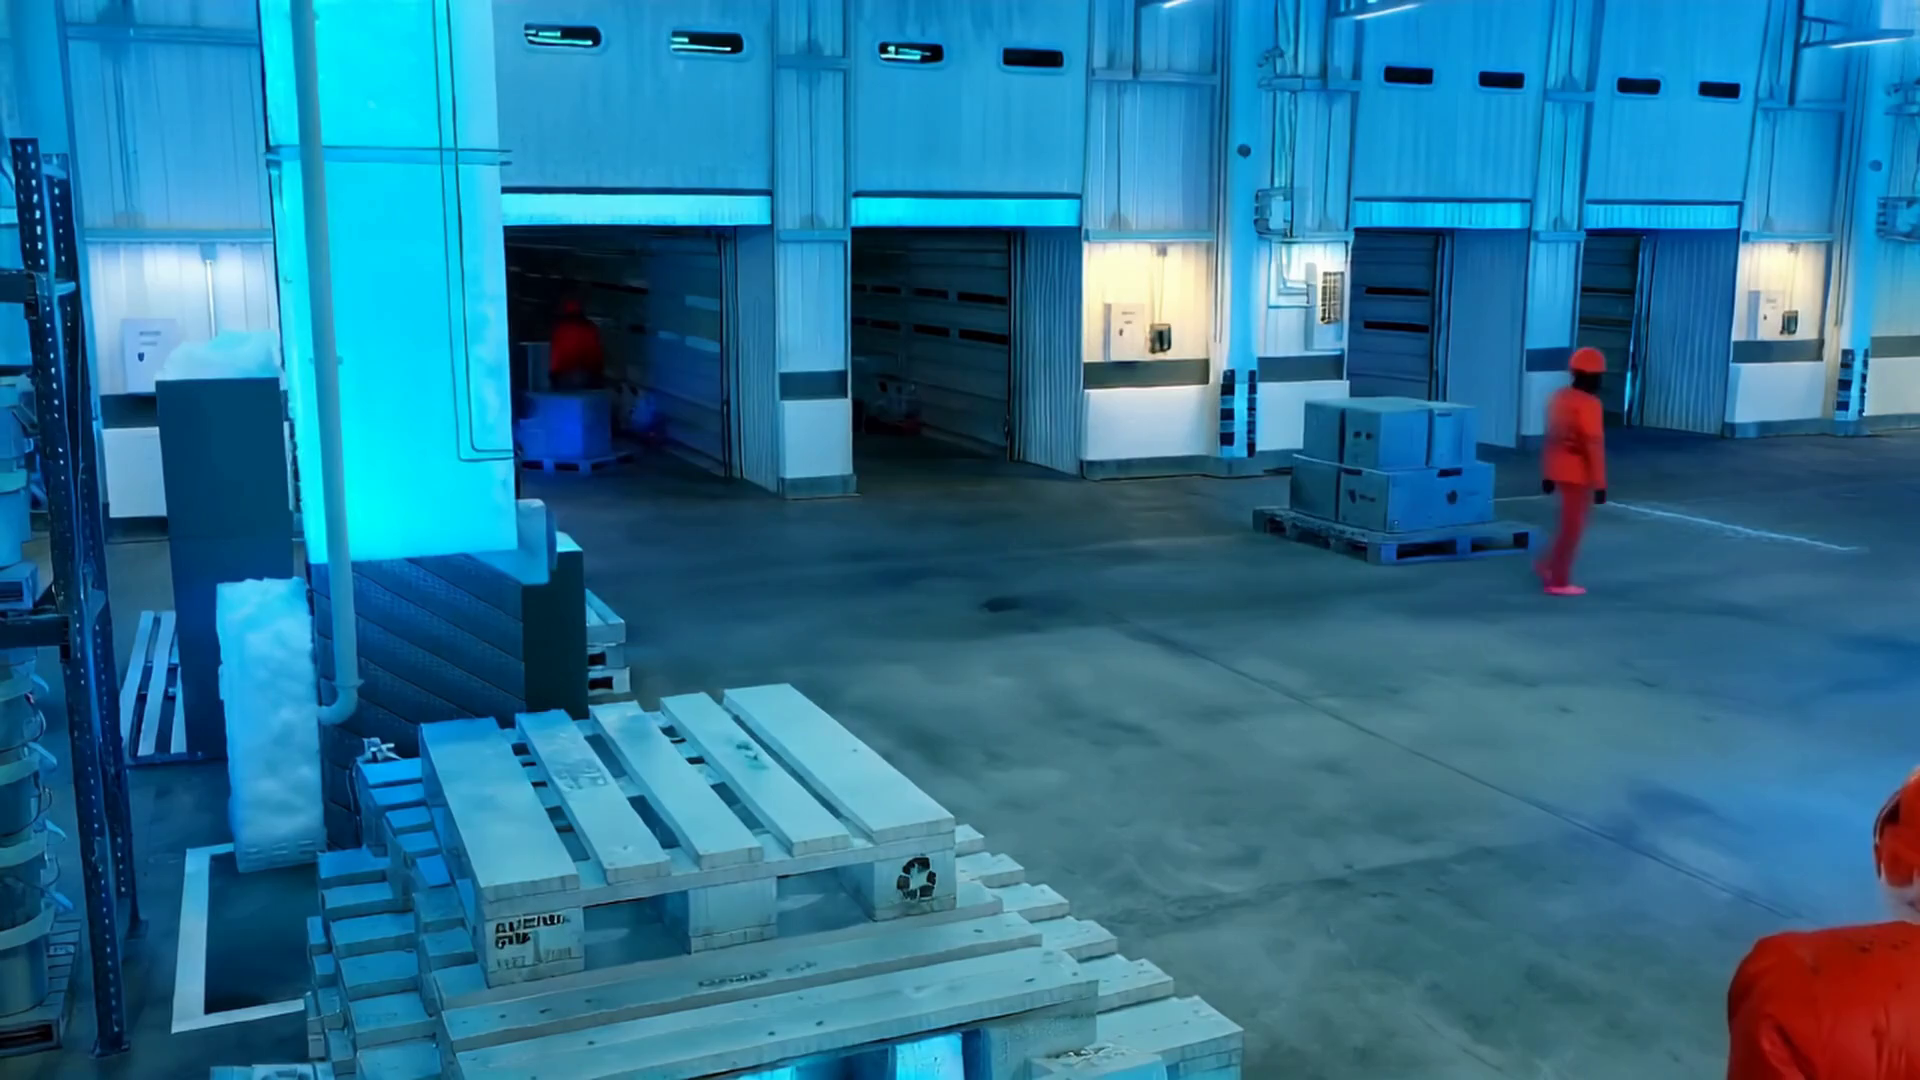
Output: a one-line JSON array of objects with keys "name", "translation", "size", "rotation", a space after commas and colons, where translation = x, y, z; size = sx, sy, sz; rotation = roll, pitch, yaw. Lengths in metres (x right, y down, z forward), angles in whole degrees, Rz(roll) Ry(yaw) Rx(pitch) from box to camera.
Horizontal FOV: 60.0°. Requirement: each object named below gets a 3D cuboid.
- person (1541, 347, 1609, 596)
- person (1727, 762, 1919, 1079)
[{"name": "person", "translation": [4.704, -0.508, 12.665], "size": [0.442, 1.907, 0.603], "rotation": [-2, 11, -12]}, {"name": "person", "translation": [1.558, 1.284, 2.713], "size": [0.630, 1.938, 0.372], "rotation": [5, 12, 27]}]
